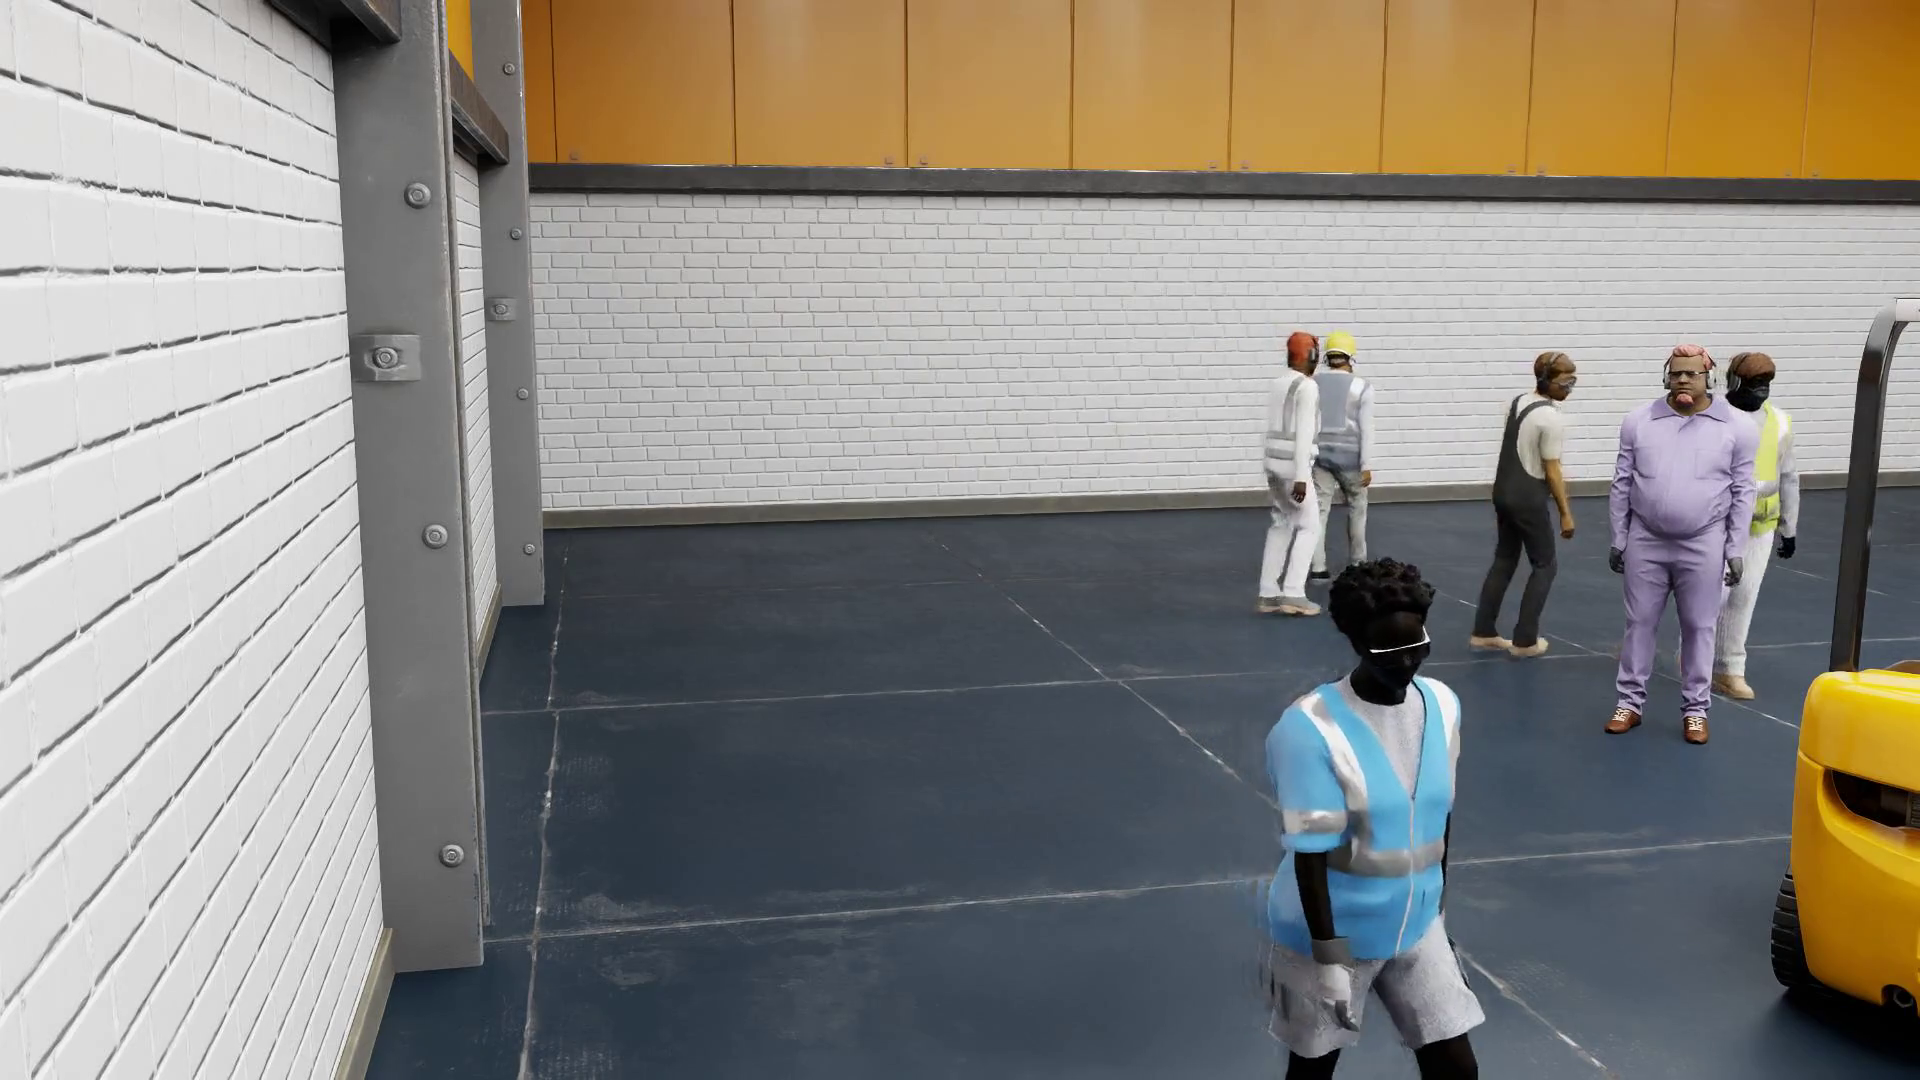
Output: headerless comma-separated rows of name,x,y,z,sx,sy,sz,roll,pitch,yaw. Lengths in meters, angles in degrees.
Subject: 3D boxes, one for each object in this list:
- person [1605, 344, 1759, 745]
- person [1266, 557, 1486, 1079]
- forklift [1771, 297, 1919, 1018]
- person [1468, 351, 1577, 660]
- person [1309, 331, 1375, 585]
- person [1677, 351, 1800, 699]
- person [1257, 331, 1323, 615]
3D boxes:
person,3.436,0.018,7.978,0.639,1.909,0.409,5,11,30
person,0.897,0.856,3.593,0.542,1.666,0.584,-5,10,-26
forklift,3.542,0.334,5.177,2.313,2.155,1.214,-9,13,-43
person,3.258,-0.186,9.537,0.445,1.803,0.562,-2,10,-12
person,2.752,-0.596,12.014,0.615,1.799,0.821,7,11,35
person,4.082,-0.075,8.761,0.659,1.831,0.434,-1,9,-5
person,2.161,-0.439,10.939,0.474,1.847,0.622,-2,10,-14
